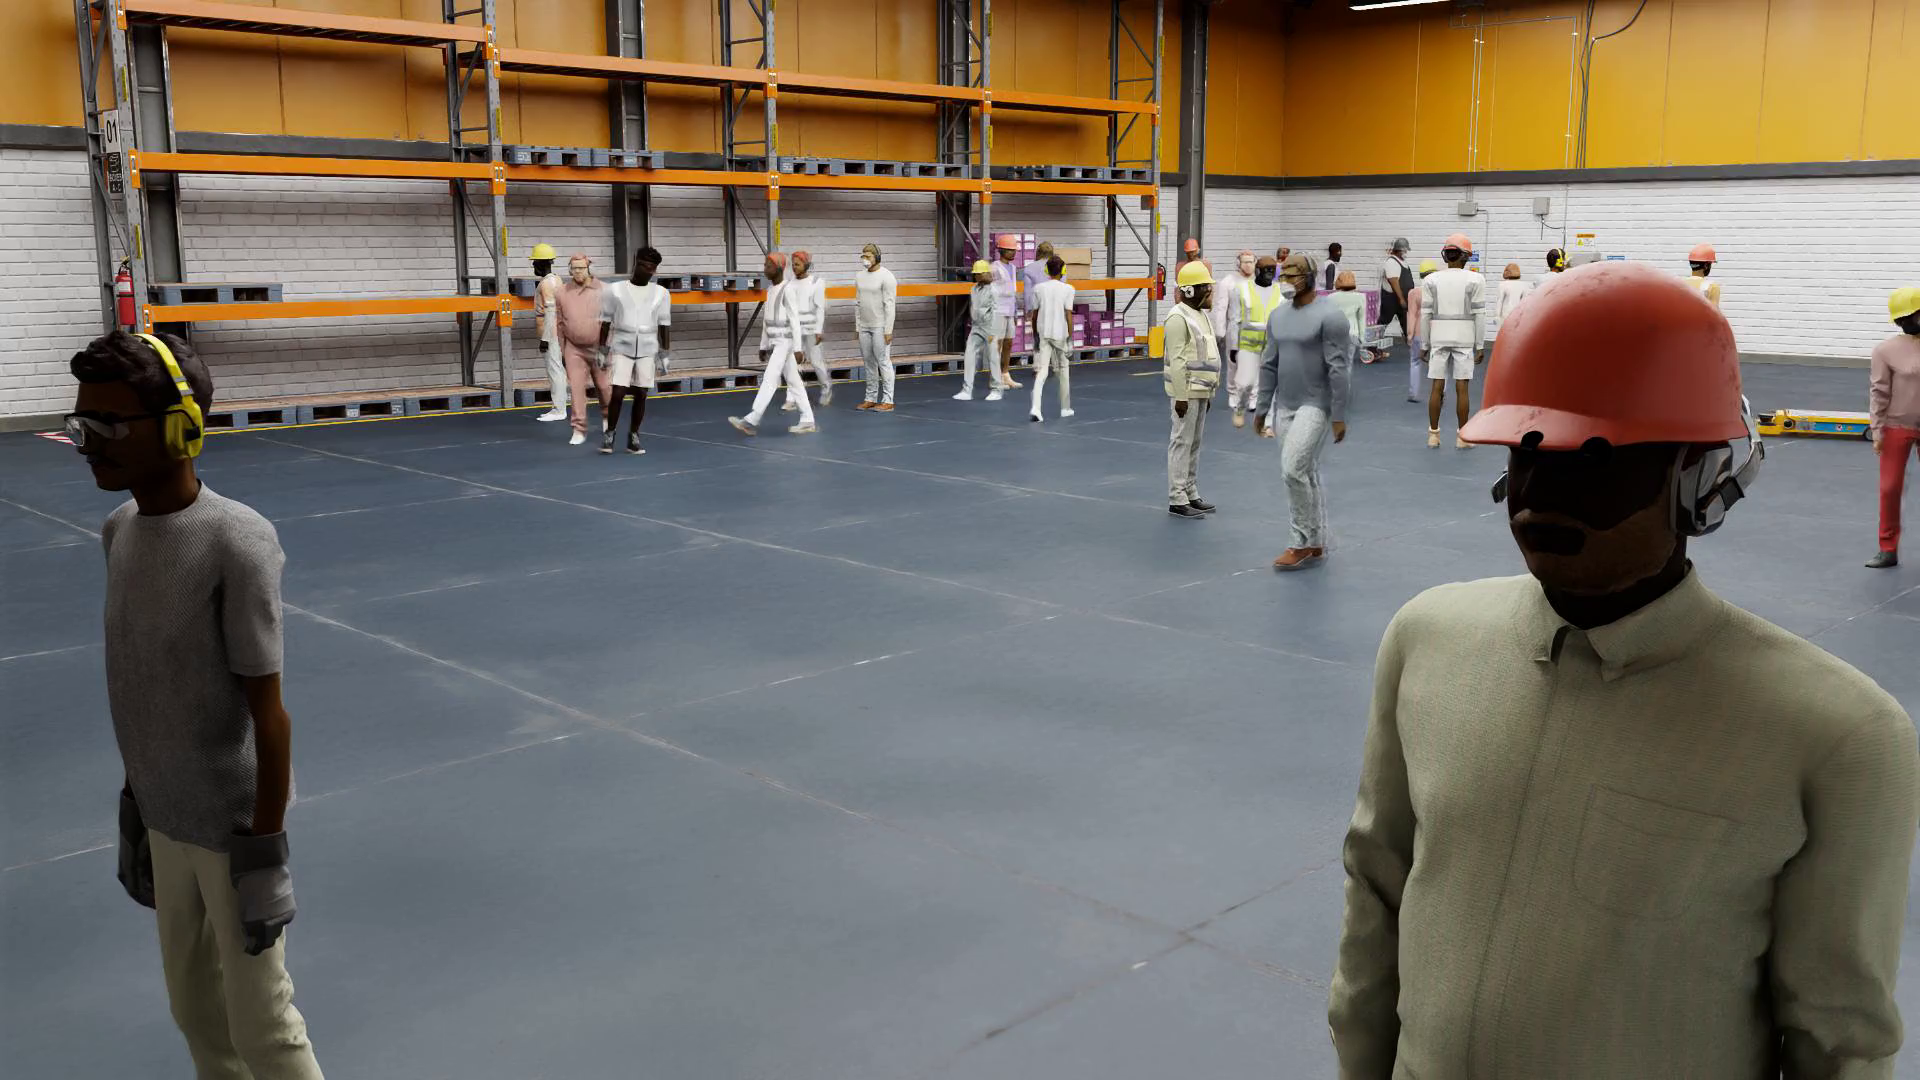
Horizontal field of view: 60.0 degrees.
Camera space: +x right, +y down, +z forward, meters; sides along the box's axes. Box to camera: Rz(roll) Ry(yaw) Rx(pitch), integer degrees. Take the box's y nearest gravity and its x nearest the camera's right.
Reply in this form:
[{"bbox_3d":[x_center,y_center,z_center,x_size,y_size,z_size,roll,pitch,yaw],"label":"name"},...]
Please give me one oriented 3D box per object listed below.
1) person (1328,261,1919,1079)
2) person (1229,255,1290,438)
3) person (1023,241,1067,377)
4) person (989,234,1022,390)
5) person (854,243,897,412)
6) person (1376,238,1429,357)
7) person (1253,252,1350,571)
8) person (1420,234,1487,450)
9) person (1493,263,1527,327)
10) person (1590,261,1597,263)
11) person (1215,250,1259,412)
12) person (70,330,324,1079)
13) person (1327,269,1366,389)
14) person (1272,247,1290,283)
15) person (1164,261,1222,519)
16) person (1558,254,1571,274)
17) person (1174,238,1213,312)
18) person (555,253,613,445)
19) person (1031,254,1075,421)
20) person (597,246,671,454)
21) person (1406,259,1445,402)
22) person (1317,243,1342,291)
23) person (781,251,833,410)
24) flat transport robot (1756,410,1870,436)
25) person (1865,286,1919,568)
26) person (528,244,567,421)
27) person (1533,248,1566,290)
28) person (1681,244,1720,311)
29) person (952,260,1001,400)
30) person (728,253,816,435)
[{"bbox_3d":[0.655,0.706,1.817,0.379,1.996,0.609,-9,14,-42],"label":"person"},{"bbox_3d":[3.020,-1.957,16.810,0.640,1.821,0.586,-1,10,-4],"label":"person"},{"bbox_3d":[1.208,-3.282,23.719,0.629,1.940,0.379,0,10,0],"label":"person"},{"bbox_3d":[0.600,-2.979,21.815,0.404,2.035,0.611,7,12,33],"label":"person"},{"bbox_3d":[-0.976,-2.436,19.150,0.368,1.932,0.622,-10,14,-42],"label":"person"},{"bbox_3d":[7.308,-4.035,27.549,1.055,2.000,0.697,8,13,37],"label":"person"},{"bbox_3d":[2.026,-0.773,10.094,0.665,1.913,0.655,-6,12,-28],"label":"person"},{"bbox_3d":[4.661,-1.865,15.735,0.605,2.034,0.392,6,12,28],"label":"person"},{"bbox_3d":[8.357,-3.381,25.158,0.503,1.607,0.757,-4,11,-21],"label":"person"},{"bbox_3d":[9.426,-3.333,24.781,0.886,1.635,0.529,5,11,25],"label":"person"},{"bbox_3d":[3.285,-2.423,19.278,0.667,1.853,1.014,0,10,0],"label":"person"},{"bbox_3d":[-1.406,0.543,3.088,0.510,1.862,0.323,7,13,34],"label":"person"},{"bbox_3d":[4.651,-2.447,20.042,0.499,1.619,0.655,-1,10,-4],"label":"person"},{"bbox_3d":[5.271,-3.993,27.919,0.510,1.823,0.571,-4,11,-22],"label":"person"},{"bbox_3d":[1.676,-1.079,11.983,0.404,1.837,0.590,5,11,24],"label":"person"},{"bbox_3d":[9.224,-3.509,25.424,0.652,1.766,0.866,-5,11,-25],"label":"person"},{"bbox_3d":[3.743,-3.850,26.723,0.633,1.971,0.432,2,11,12],"label":"person"},{"bbox_3d":[-3.670,-1.910,16.500,0.650,1.867,1.002,0,10,1],"label":"person"},{"bbox_3d":[0.999,-2.218,18.274,0.557,1.822,1.003,4,11,22],"label":"person"},{"bbox_3d":[-3.000,-1.740,15.355,0.688,1.920,0.389,-3,11,-18],"label":"person"},{"bbox_3d":[5.595,-2.480,19.876,0.528,1.736,0.829,0,10,-2],"label":"person"},{"bbox_3d":[6.224,-4.083,28.192,0.480,1.895,0.688,1,10,5],"label":"person"},{"bbox_3d":[-1.795,-2.459,19.504,0.574,1.849,0.911,4,11,22],"label":"person"},{"bbox_3d":[8.822,-1.170,16.755,1.431,0.197,0.652,5,11,25],"label":"flat transport robot"},{"bbox_3d":[5.835,-0.658,10.011,0.700,1.718,0.372,2,11,13],"label":"person"},{"bbox_3d":[-4.488,-2.257,18.158,0.373,1.928,0.584,-1,10,-4],"label":"person"},{"bbox_3d":[7.016,-2.519,19.764,0.323,1.863,0.518,-8,13,-38],"label":"person"},{"bbox_3d":[7.269,-1.949,16.455,0.359,1.936,0.552,-6,12,-30],"label":"person"},{"bbox_3d":[0.225,-2.543,20.296,0.508,1.710,0.785,10,14,44],"label":"person"},{"bbox_3d":[-1.903,-1.970,16.837,0.989,1.830,0.604,-5,11,-23],"label":"person"}]
